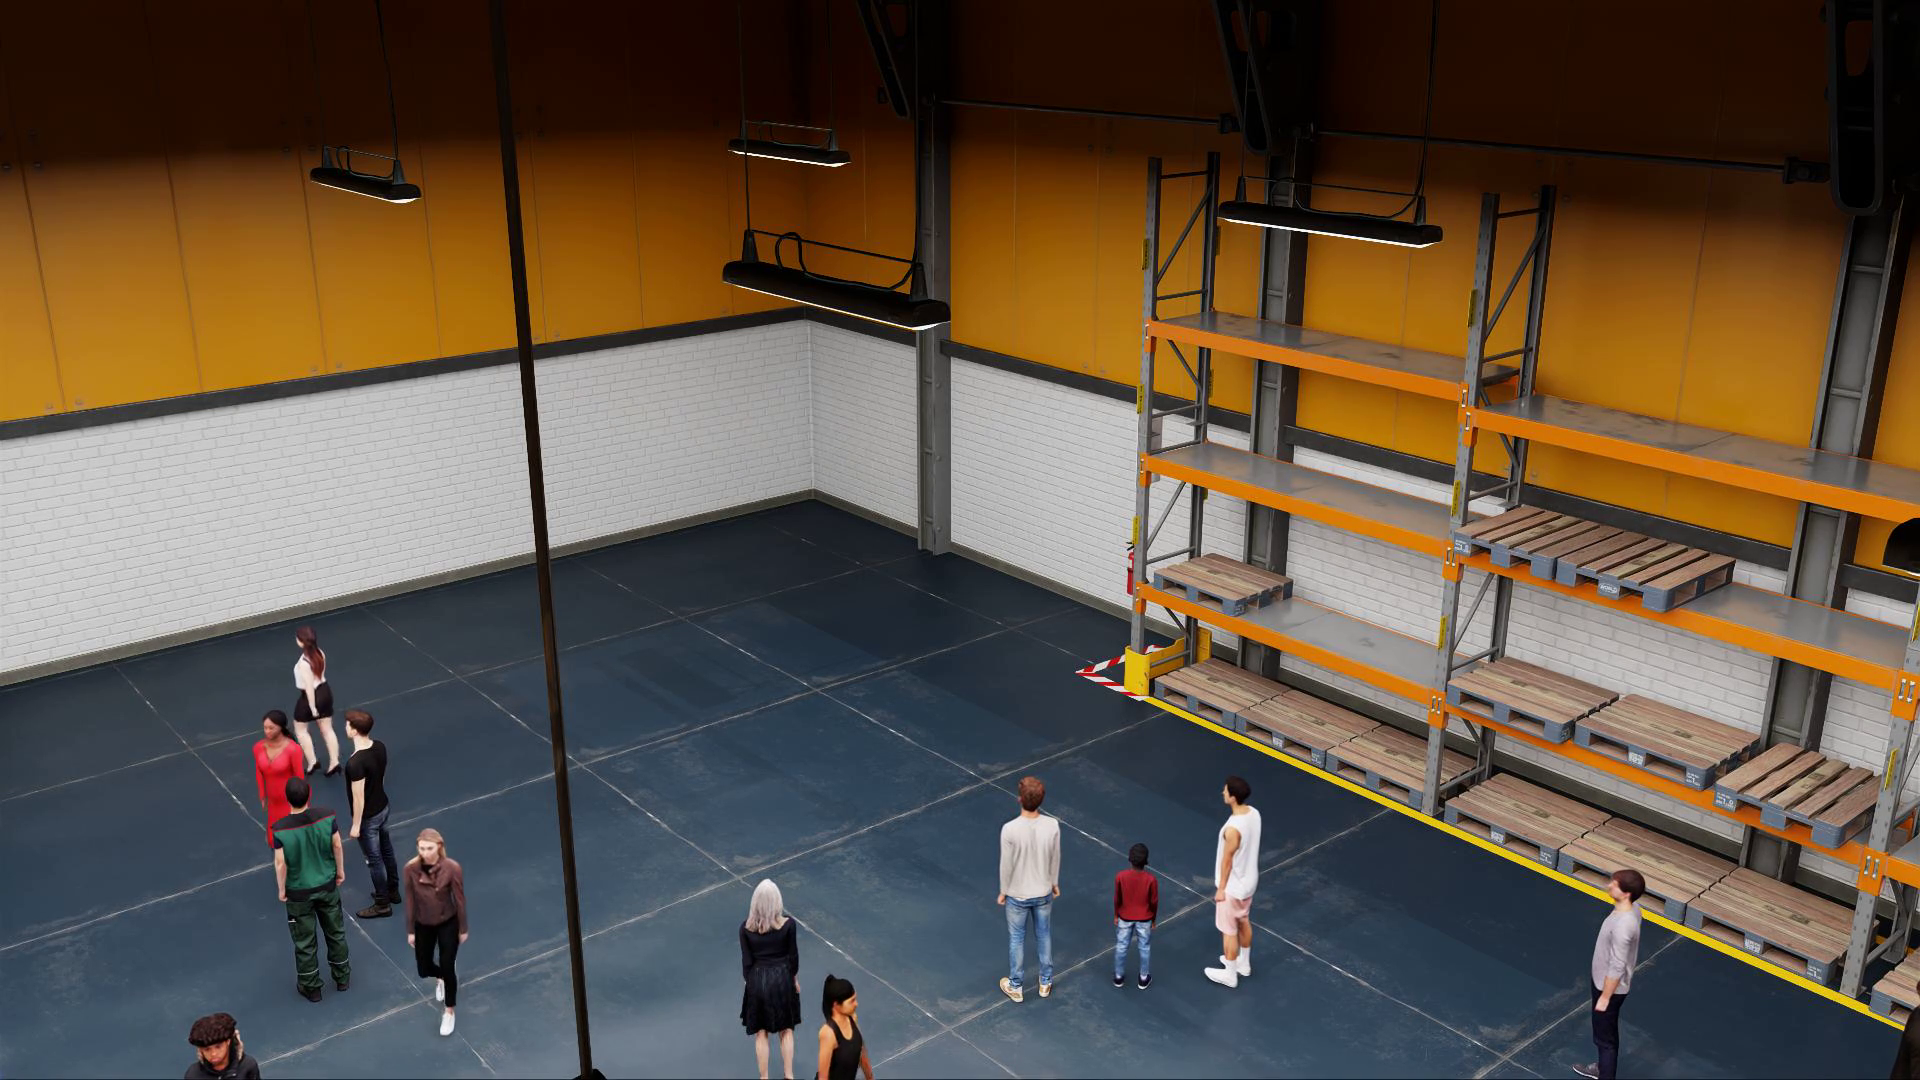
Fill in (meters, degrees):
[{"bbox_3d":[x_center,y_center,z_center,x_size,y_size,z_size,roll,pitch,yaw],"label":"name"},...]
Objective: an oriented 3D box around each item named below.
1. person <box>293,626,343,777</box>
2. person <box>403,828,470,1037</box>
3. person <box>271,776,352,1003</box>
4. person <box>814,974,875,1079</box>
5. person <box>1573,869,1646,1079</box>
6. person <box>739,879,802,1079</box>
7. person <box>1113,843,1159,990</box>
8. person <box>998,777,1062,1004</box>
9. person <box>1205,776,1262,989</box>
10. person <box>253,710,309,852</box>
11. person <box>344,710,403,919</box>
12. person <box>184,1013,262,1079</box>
[{"bbox_3d":[-6.435,1.649,16.813,0.779,1.633,0.717,4,19,12],"label":"person"},{"bbox_3d":[-4.021,2.952,12.845,0.848,1.696,0.927,-1,19,-2],"label":"person"},{"bbox_3d":[-5.134,2.736,13.163,0.658,1.901,0.553,-15,23,-37],"label":"person"},{"bbox_3d":[-0.893,3.602,10.992,0.944,1.646,0.839,5,19,14],"label":"person"},{"bbox_3d":[4.685,3.177,11.949,0.714,1.841,0.737,8,20,22],"label":"person"},{"bbox_3d":[-1.360,3.223,11.959,0.690,1.747,0.709,-4,19,-11],"label":"person"},{"bbox_3d":[1.407,3.013,13.357,0.570,1.253,0.637,3,19,8],"label":"person"},{"bbox_3d":[0.552,2.753,13.107,0.742,1.905,0.734,-5,19,-14],"label":"person"},{"bbox_3d":[2.229,2.737,13.345,0.654,1.784,0.681,12,22,32],"label":"person"},{"bbox_3d":[-5.892,2.295,14.678,0.918,1.770,0.959,3,19,9],"label":"person"},{"bbox_3d":[-5.072,2.343,14.337,0.797,1.897,0.742,2,19,6],"label":"person"},{"bbox_3d":[-4.556,3.736,10.386,0.666,1.779,0.639,-11,21,-29],"label":"person"}]
